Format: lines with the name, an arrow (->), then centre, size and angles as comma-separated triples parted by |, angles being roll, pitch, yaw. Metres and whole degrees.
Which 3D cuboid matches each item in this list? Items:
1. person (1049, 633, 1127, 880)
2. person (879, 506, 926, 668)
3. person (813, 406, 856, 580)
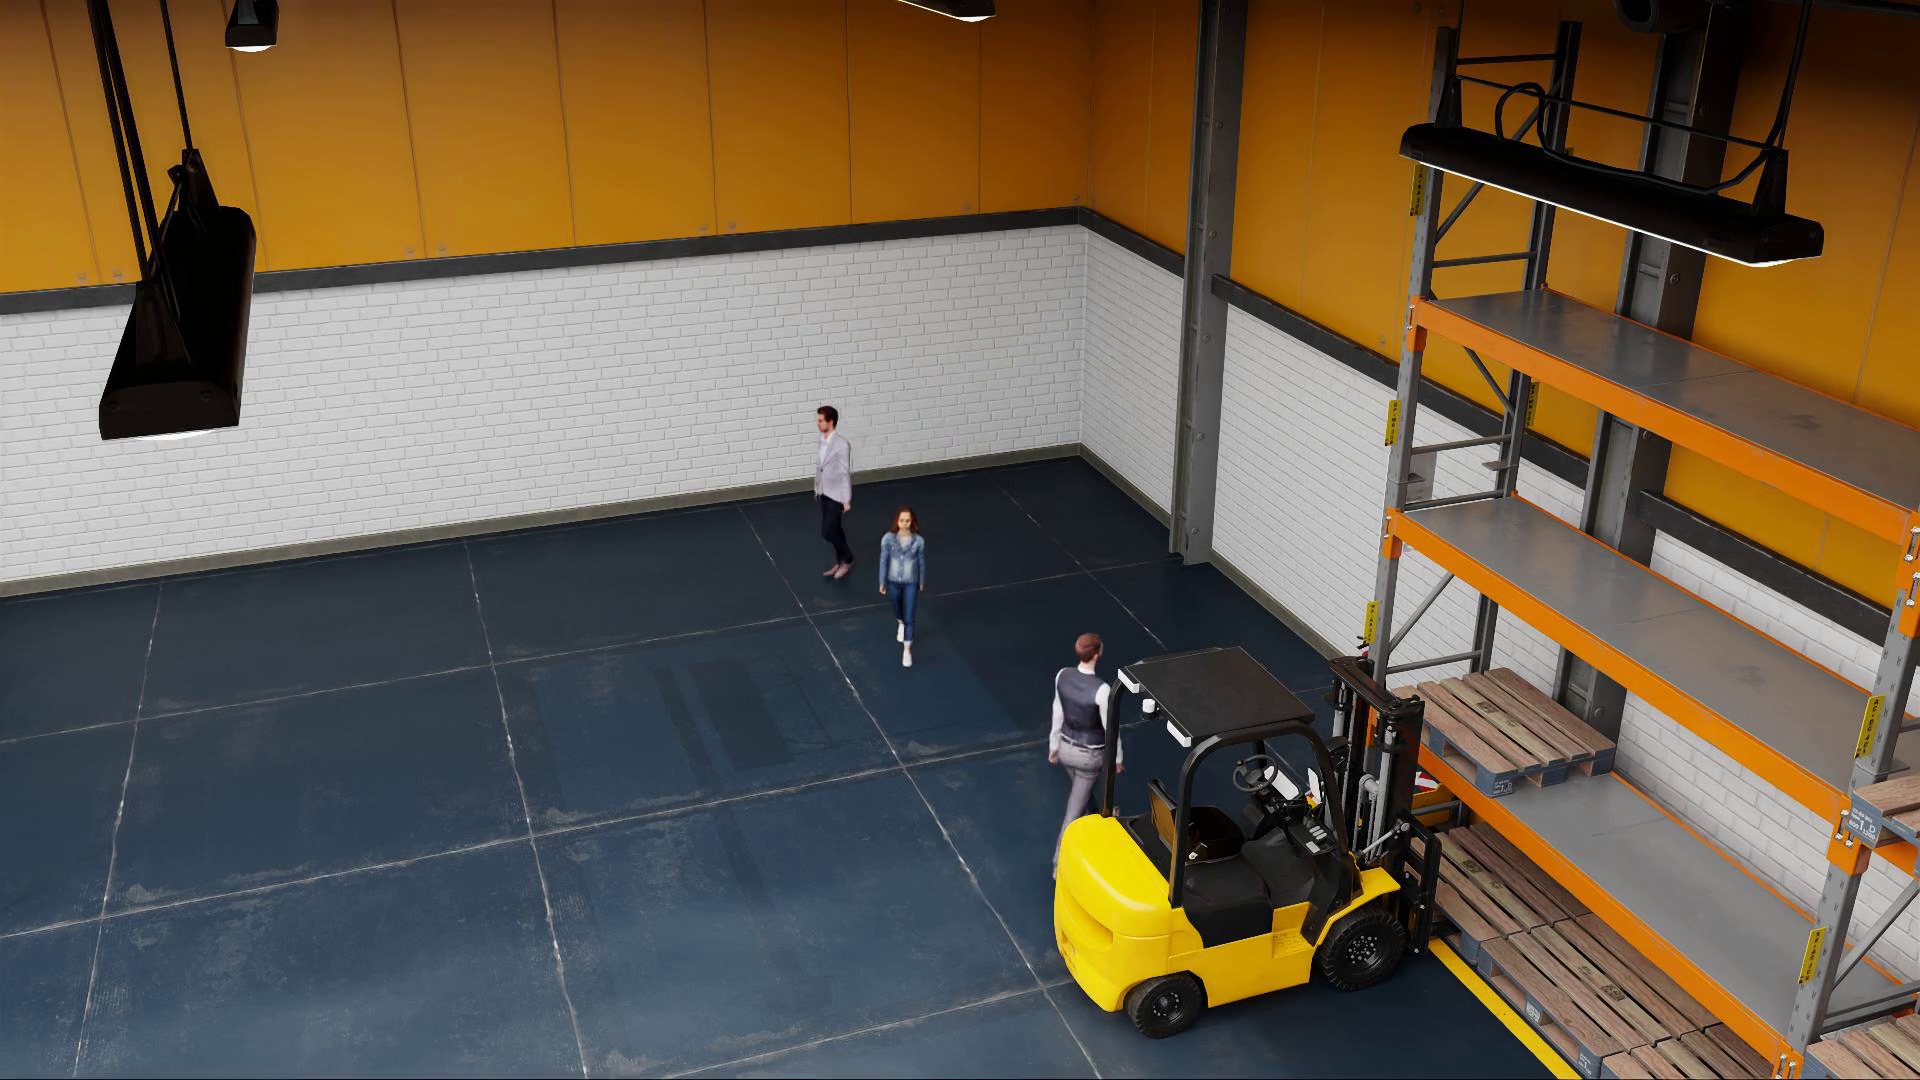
person -> 0.821, 1.580, 11.990 | 1.150, 1.907, 1.027 | 21, 31, 40
person -> -0.532, 0.361, 15.350 | 0.839, 1.451, 1.078 | 2, 24, 4
person -> -1.193, -0.487, 16.811 | 0.818, 1.833, 0.651 | -15, 28, -31
